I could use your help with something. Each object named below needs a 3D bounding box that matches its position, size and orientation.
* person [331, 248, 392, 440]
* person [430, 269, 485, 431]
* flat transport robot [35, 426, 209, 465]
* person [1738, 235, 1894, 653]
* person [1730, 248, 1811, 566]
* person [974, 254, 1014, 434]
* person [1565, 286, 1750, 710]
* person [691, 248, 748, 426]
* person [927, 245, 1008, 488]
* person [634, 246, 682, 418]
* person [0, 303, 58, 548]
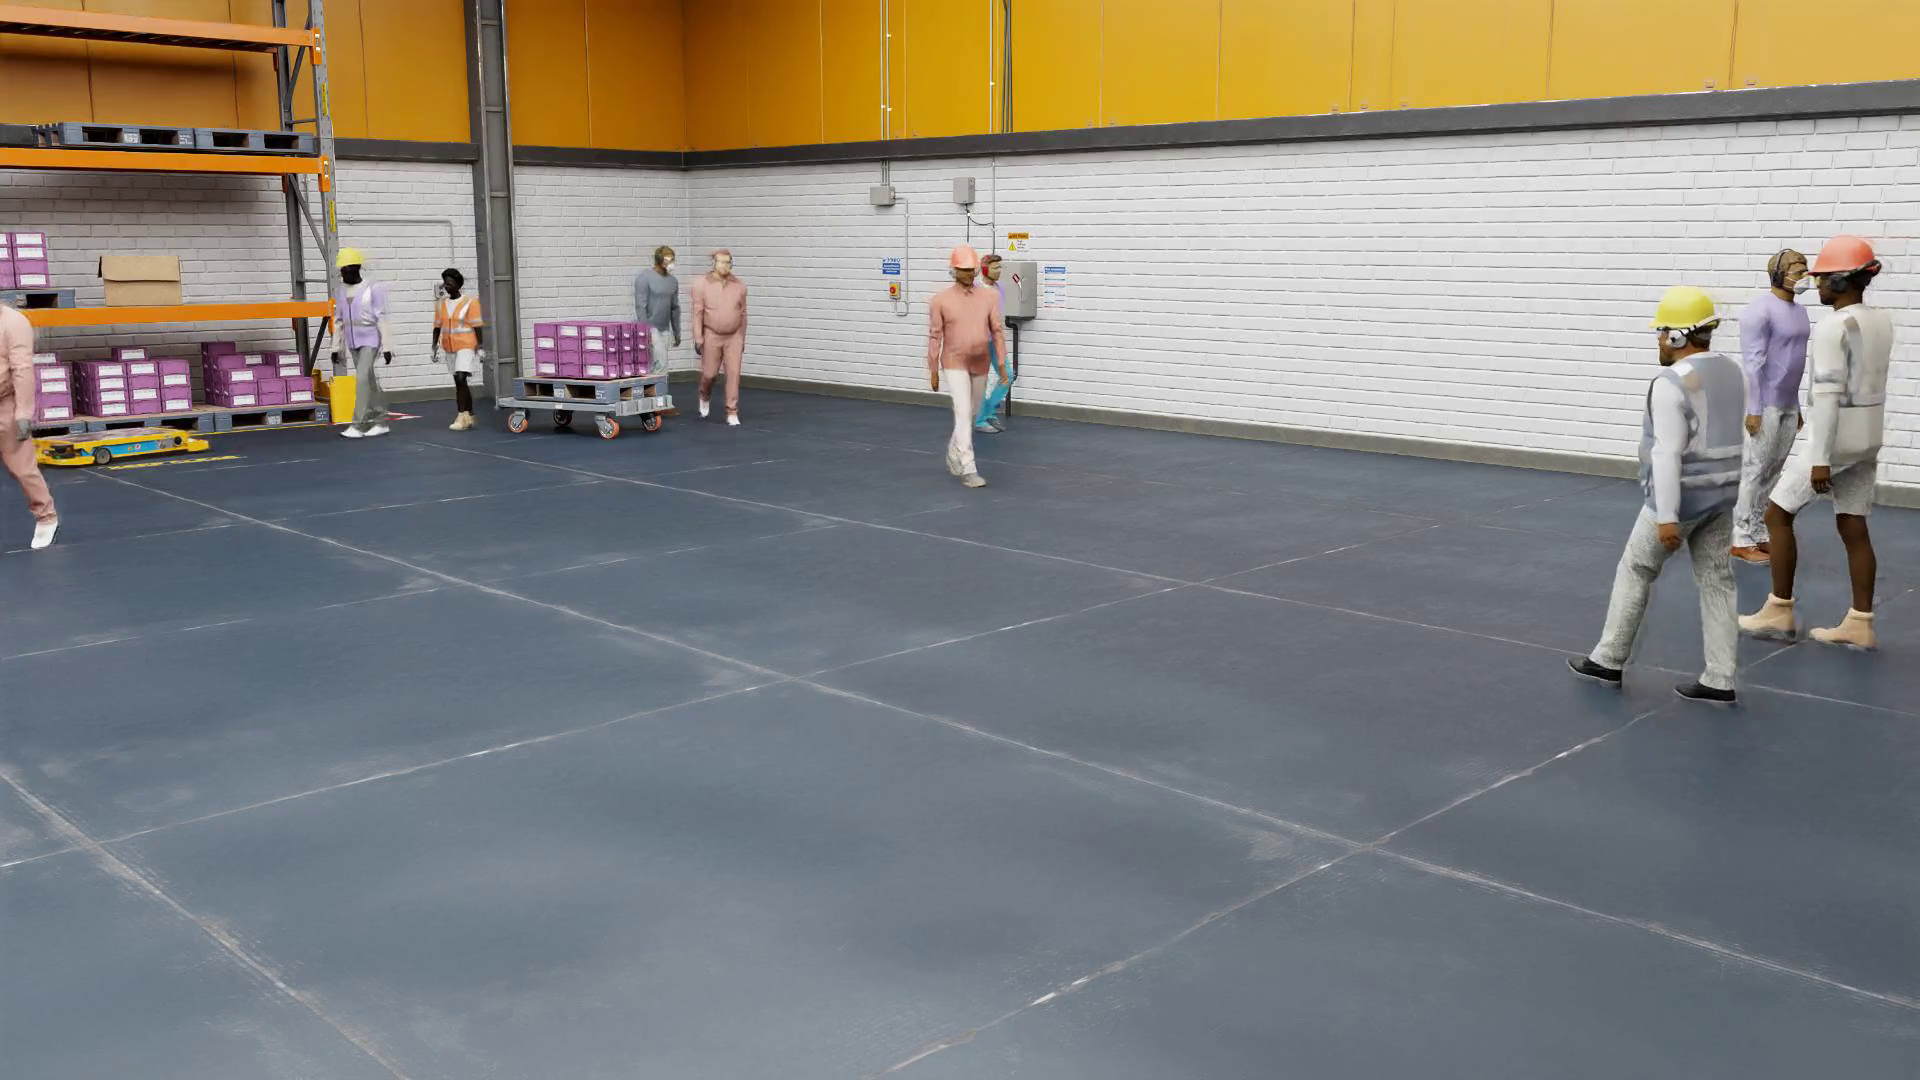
[{"bbox_3d":[-6.020,-1.939,16.520,0.613,1.888,0.894,5,12,26],"label":"person"},{"bbox_3d":[-5.245,-1.954,17.176,0.558,1.669,0.686,4,11,22],"label":"person"},{"bbox_3d":[-7.665,-0.865,15.086,0.652,0.197,1.431,6,12,30],"label":"flat transport robot"},{"bbox_3d":[4.226,-0.473,8.196,0.627,2.015,0.798,-7,13,-34],"label":"person"},{"bbox_3d":[5.027,-0.819,10.289,0.627,1.941,0.371,-8,13,-39],"label":"person"},{"bbox_3d":[0.305,-1.990,16.954,0.490,1.828,0.605,7,13,34],"label":"person"},{"bbox_3d":[3.078,-0.195,7.261,0.605,1.796,0.838,-6,12,-29],"label":"person"},{"bbox_3d":[-2.586,-2.188,17.893,0.641,1.886,0.736,-4,11,-23],"label":"person"},{"bbox_3d":[0.037,-1.448,13.707,0.609,1.953,0.990,-5,11,-24],"label":"person"},{"bbox_3d":[-3.294,-2.298,18.456,0.809,1.899,0.650,6,12,30],"label":"person"},{"bbox_3d":[-6.077,-0.812,10.452,0.638,1.868,0.956,0,10,-2],"label":"person"}]
